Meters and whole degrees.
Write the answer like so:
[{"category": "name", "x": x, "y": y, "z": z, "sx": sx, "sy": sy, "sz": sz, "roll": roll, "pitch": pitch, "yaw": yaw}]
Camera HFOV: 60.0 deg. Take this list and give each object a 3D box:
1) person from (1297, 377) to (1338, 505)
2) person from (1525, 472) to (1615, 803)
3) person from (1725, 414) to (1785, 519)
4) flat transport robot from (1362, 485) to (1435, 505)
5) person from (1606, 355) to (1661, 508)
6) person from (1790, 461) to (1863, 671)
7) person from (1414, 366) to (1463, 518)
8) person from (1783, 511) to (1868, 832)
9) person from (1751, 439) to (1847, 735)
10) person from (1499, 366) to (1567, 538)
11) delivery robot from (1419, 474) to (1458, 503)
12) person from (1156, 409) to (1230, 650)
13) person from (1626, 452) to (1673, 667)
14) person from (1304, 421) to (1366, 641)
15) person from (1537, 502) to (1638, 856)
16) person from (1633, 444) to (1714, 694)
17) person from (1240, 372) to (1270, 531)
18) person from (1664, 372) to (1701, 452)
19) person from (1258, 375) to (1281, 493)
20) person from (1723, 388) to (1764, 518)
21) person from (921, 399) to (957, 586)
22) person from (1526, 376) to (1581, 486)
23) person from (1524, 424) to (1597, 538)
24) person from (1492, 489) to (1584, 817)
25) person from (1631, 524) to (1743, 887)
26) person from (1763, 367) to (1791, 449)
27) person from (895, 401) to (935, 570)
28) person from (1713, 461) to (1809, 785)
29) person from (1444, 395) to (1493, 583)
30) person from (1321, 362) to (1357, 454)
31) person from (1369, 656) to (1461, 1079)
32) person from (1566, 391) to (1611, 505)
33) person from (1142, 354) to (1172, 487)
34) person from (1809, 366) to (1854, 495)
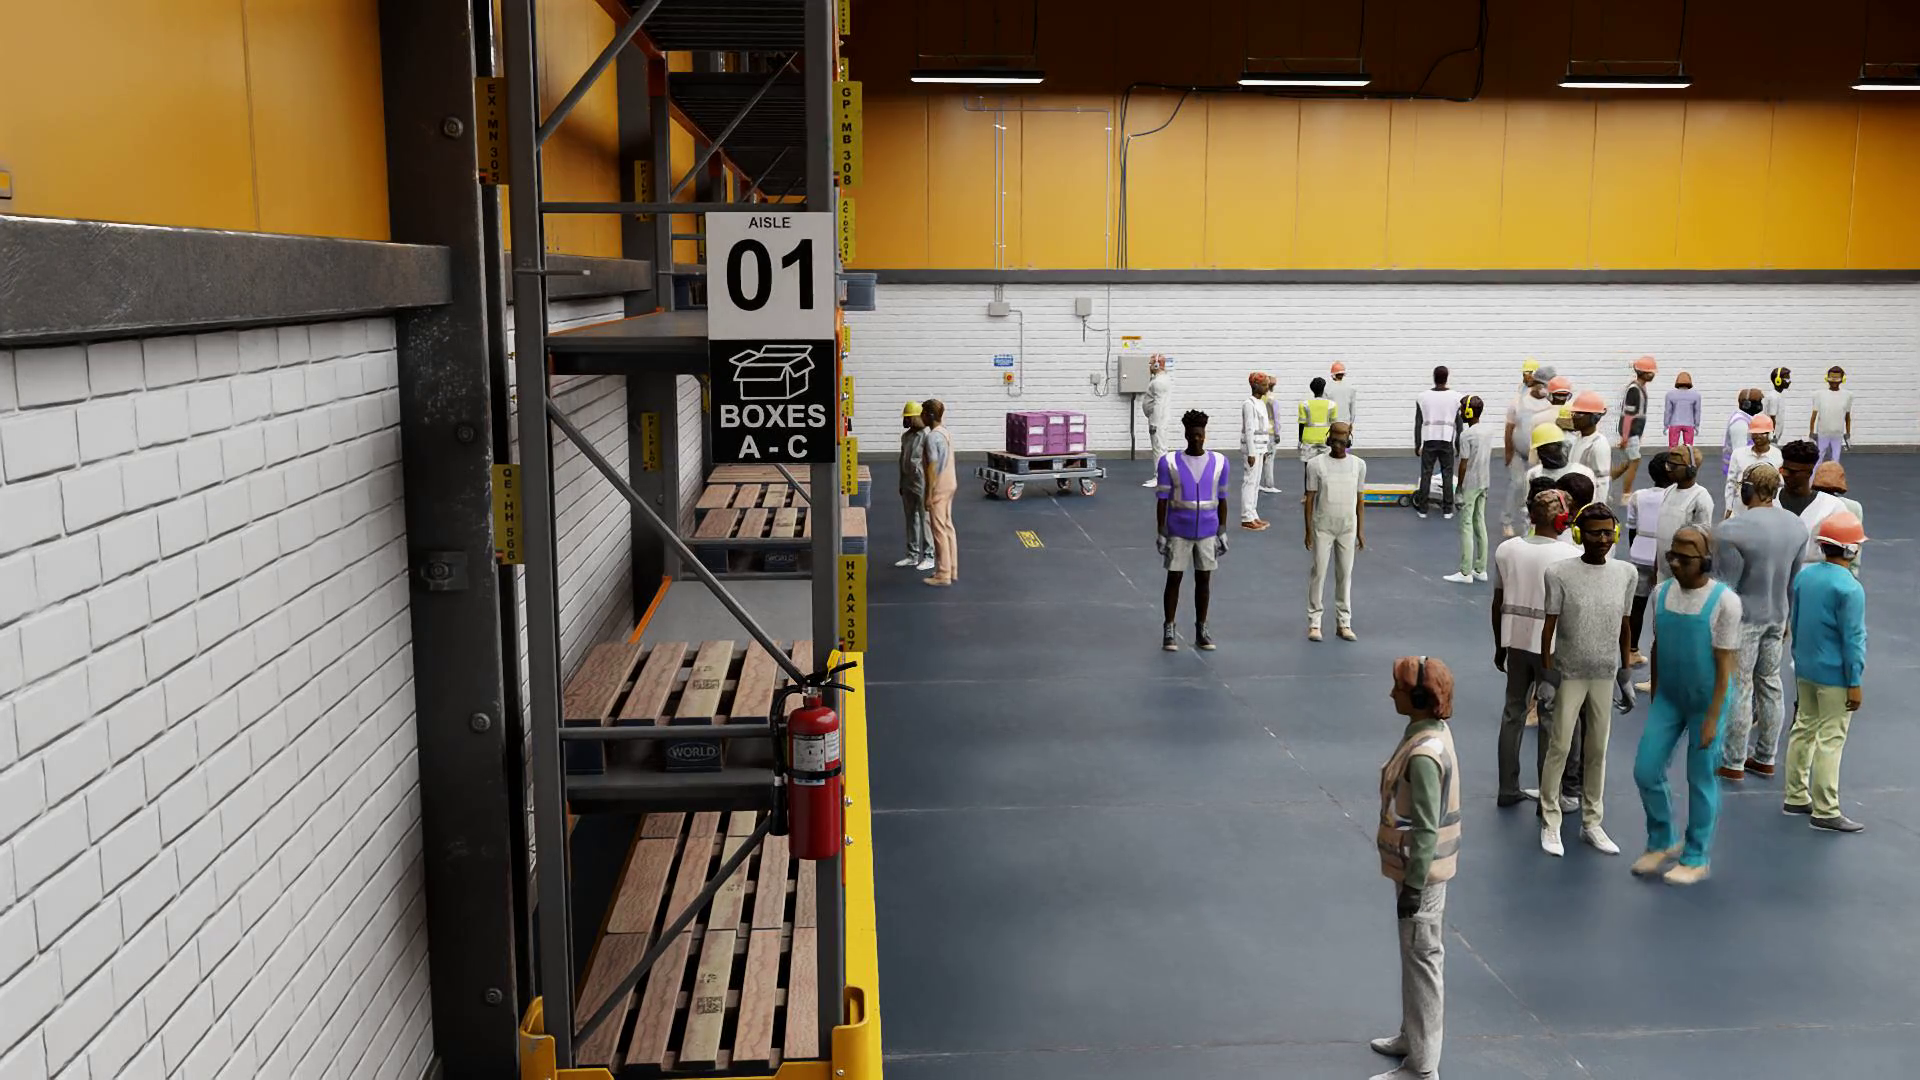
[{"category": "person", "x": 4.709, "y": -1.300, "z": 21.954, "sx": 0.536, "sy": 1.695, "sz": 0.322, "roll": 0, "pitch": 9, "yaw": 2}, {"category": "person", "x": 3.527, "y": 0.567, "z": 9.547, "sx": 0.599, "sy": 1.915, "sz": 0.375, "roll": -9, "pitch": 13, "yaw": -43}, {"category": "person", "x": 7.396, "y": -0.295, "z": 15.464, "sx": 0.561, "sy": 1.752, "sz": 0.326, "roll": 7, "pitch": 12, "yaw": 38}, {"category": "flat transport robot", "x": 5.524, "y": -0.610, "z": 22.087, "sx": 1.431, "sy": 0.197, "sz": 0.652, "roll": 1, "pitch": 9, "yaw": 4}, {"category": "person", "x": 8.699, "y": -1.408, "z": 21.674, "sx": 0.727, "sy": 2.012, "sz": 0.640, "roll": 5, "pitch": 10, "yaw": 28}, {"category": "person", "x": 6.566, "y": 0.213, "z": 12.656, "sx": 0.507, "sy": 1.632, "sz": 0.276, "roll": 6, "pitch": 11, "yaw": 35}, {"category": "person", "x": 5.984, "y": -1.222, "z": 20.828, "sx": 0.590, "sy": 1.908, "sz": 0.409, "roll": 3, "pitch": 9, "yaw": 15}, {"category": "person", "x": 4.786, "y": 0.711, "z": 9.139, "sx": 0.320, "sy": 1.754, "sz": 0.570, "roll": -1, "pitch": 9, "yaw": -4}, {"category": "person", "x": 5.498, "y": 0.308, "z": 11.022, "sx": 0.606, "sy": 1.964, "sz": 0.367, "roll": 8, "pitch": 12, "yaw": 40}, {"category": "person", "x": 6.614, "y": -1.019, "z": 19.112, "sx": 0.714, "sy": 2.000, "sz": 0.587, "roll": 3, "pitch": 10, "yaw": 20}, {"category": "delivery robot", "x": 6.227, "y": -0.674, "z": 21.307, "sx": 0.477, "sy": 0.478, "sz": 0.707, "roll": -5, "pitch": 10, "yaw": -28}, {"category": "person", "x": 1.883, "y": -0.082, "z": 13.464, "sx": 0.609, "sy": 1.965, "sz": 0.368, "roll": -1, "pitch": 9, "yaw": -5}, {"category": "person", "x": 5.338, "y": 0.170, "z": 12.730, "sx": 0.318, "sy": 1.697, "sz": 0.535, "roll": -5, "pitch": 11, "yaw": -31}, {"category": "person", "x": 3.110, "y": -0.073, "z": 13.808, "sx": 0.511, "sy": 1.839, "sz": 0.341, "roll": -1, "pitch": 9, "yaw": -5}, {"category": "person", "x": 3.286, "y": 0.724, "z": 8.707, "sx": 0.514, "sy": 1.872, "sz": 0.328, "roll": -1, "pitch": 9, "yaw": -4}, {"category": "person", "x": 5.112, "y": 0.235, "z": 11.854, "sx": 0.345, "sy": 1.846, "sz": 0.508, "roll": -2, "pitch": 9, "yaw": -13}, {"category": "person", "x": 3.532, "y": -1.060, "z": 19.869, "sx": 0.355, "sy": 1.882, "sz": 0.576, "roll": 4, "pitch": 10, "yaw": 22}, {"category": "person", "x": 10.539, "y": -1.640, "z": 24.291, "sx": 0.497, "sy": 1.633, "sz": 0.289, "roll": 3, "pitch": 10, "yaw": 19}, {"category": "person", "x": 4.276, "y": -1.474, "z": 23.226, "sx": 0.306, "sy": 1.639, "sz": 0.524, "roll": -6, "pitch": 11, "yaw": -32}, {"category": "person", "x": 8.366, "y": -0.702, "z": 17.747, "sx": 0.429, "sy": 1.841, "sz": 0.634, "roll": 5, "pitch": 10, "yaw": 28}, {"category": "person", "x": -0.216, "y": -0.470, "z": 16.347, "sx": 0.364, "sy": 1.834, "sz": 0.522, "roll": 3, "pitch": 9, "yaw": 15}, {"category": "person", "x": 6.184, "y": -0.703, "z": 17.272, "sx": 0.609, "sy": 1.995, "sz": 0.376, "roll": -1, "pitch": 9, "yaw": -5}, {"category": "person", "x": 4.671, "y": 0.040, "z": 12.966, "sx": 0.415, "sy": 1.888, "sz": 0.635, "roll": -7, "pitch": 11, "yaw": -38}, {"category": "person", "x": 3.250, "y": 0.631, "z": 9.364, "sx": 0.372, "sy": 1.843, "sz": 0.571, "roll": -7, "pitch": 12, "yaw": -39}, {"category": "person", "x": 3.574, "y": 0.825, "z": 8.216, "sx": 0.462, "sy": 1.828, "sz": 0.502, "roll": -6, "pitch": 11, "yaw": -35}, {"category": "person", "x": 10.393, "y": -1.271, "z": 21.229, "sx": 0.335, "sy": 1.873, "sz": 0.519, "roll": 4, "pitch": 10, "yaw": 26}, {"category": "person", "x": -0.460, "y": -0.563, "z": 17.184, "sx": 0.324, "sy": 1.743, "sz": 0.490, "roll": -8, "pitch": 12, "yaw": -43}, {"category": "person", "x": 4.723, "y": 0.494, "z": 9.935, "sx": 0.630, "sy": 1.940, "sz": 0.372, "roll": -3, "pitch": 10, "yaw": -20}, {"category": "person", "x": 5.050, "y": -0.500, "z": 16.433, "sx": 0.509, "sy": 1.860, "sz": 0.334, "roll": -7, "pitch": 12, "yaw": -39}, {"category": "person", "x": 5.592, "y": -1.766, "z": 24.688, "sx": 0.567, "sy": 1.755, "sz": 0.321, "roll": -2, "pitch": 9, "yaw": -11}, {"category": "person", "x": 1.708, "y": 1.235, "z": 6.219, "sx": 0.306, "sy": 1.639, "sz": 0.522, "roll": 3, "pitch": 9, "yaw": 16}, {"category": "person", "x": 5.350, "y": -0.258, "z": 14.314, "sx": 0.367, "sy": 2.046, "sz": 0.616, "roll": 0, "pitch": 9, "yaw": 1}, {"category": "person", "x": 2.820, "y": -1.710, "z": 23.874, "sx": 0.408, "sy": 1.909, "sz": 0.638, "roll": 2, "pitch": 9, "yaw": 15}, {"category": "person", "x": 11.333, "y": -1.335, "z": 21.650, "sx": 0.518, "sy": 1.865, "sz": 0.323, "roll": 2, "pitch": 9, "yaw": 12}]
